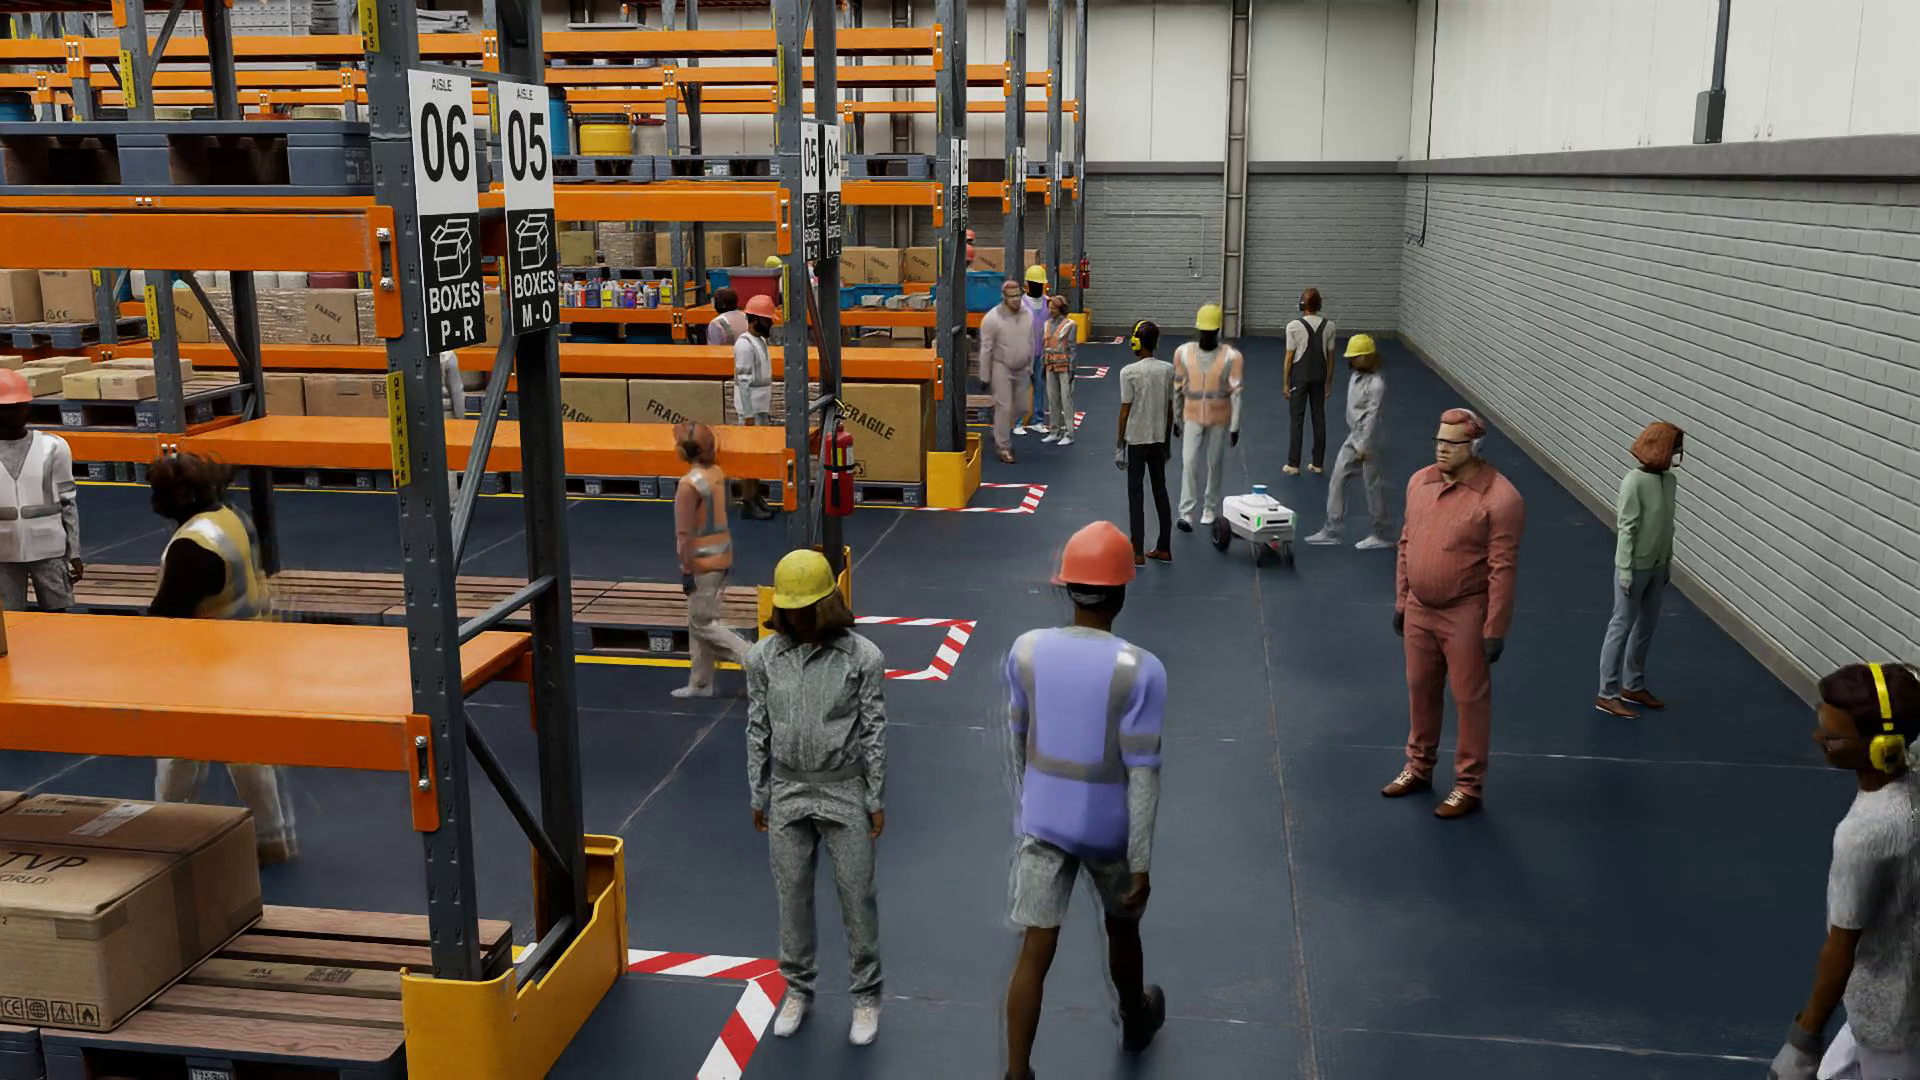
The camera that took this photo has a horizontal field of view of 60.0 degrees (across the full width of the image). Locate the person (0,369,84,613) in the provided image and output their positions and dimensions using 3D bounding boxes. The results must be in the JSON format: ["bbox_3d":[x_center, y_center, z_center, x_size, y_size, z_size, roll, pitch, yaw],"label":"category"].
[{"bbox_3d":[-4.965,0.060,8.827,0.551,1.940,0.349,-6,14,-27],"label":"person"}]

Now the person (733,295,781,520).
[{"bbox_3d":[-1.729,-1.135,14.278,0.390,1.923,0.551,3,13,12],"label":"person"}]

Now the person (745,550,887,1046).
[{"bbox_3d":[-0.493,0.872,5.651,0.491,1.731,0.323,2,13,9],"label":"person"}]

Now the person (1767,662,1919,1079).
[{"bbox_3d":[2.216,1.169,4.081,0.697,1.825,0.551,10,16,39],"label":"person"}]

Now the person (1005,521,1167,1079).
[{"bbox_3d":[0.394,0.878,5.280,0.558,1.886,1.000,6,14,26],"label":"person"}]

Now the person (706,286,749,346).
[{"bbox_3d":[-2.307,-1.595,16.525,0.429,1.846,0.626,7,14,28],"label":"person"}]

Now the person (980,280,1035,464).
[{"bbox_3d":[0.462,-1.732,17.058,0.662,1.883,0.567,-9,15,-35],"label":"person"}]

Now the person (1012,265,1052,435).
[{"bbox_3d":[0.831,-2.146,18.849,0.590,1.918,0.395,-6,14,-27],"label":"person"}]

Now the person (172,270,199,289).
[{"bbox_3d":[-9.312,-2.441,20.122,0.354,1.938,0.636,-4,13,-18],"label":"person"}]

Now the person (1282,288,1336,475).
[{"bbox_3d":[3.418,-1.547,16.330,0.504,1.840,0.347,-2,13,-8],"label":"person"}]

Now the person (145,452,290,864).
[{"bbox_3d":[-3.300,0.535,6.979,0.844,1.805,0.632,-4,13,-19],"label":"person"}]

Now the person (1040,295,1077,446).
[{"bbox_3d":[1.083,-1.856,18.184,0.320,1.630,0.528,-10,16,-39],"label":"person"}]

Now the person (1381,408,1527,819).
[{"bbox_3d":[2.261,0.334,7.698,0.400,1.902,0.649,-8,15,-33],"label":"person"}]

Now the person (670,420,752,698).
[{"bbox_3d":[-1.335,0.141,9.217,0.604,1.622,0.514,2,13,9],"label":"person"}]

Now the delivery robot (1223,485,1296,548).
[{"bbox_3d":[2.309,-0.182,12.860,0.477,0.478,0.707,-3,13,-14],"label":"delivery robot"}]

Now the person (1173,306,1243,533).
[{"bbox_3d":[2.026,-0.991,13.731,0.600,1.863,1.007,4,13,16],"label":"person"}]

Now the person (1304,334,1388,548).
[{"bbox_3d":[3.069,-0.750,12.997,0.777,1.700,0.502,-3,13,-13],"label":"person"}]

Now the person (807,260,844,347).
[{"bbox_3d":[-1.826,-2.811,22.011,0.626,1.847,0.429,-8,15,-31],"label":"person"}]

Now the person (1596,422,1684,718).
[{"bbox_3d":[3.752,0.157,9.120,0.503,1.628,0.278,-9,16,-37],"label":"person"}]

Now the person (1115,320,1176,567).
[{"bbox_3d":[1.401,-0.728,12.583,0.508,1.861,0.326,-7,14,-29],"label":"person"}]

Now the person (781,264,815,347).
[{"bbox_3d":[-2.278,-3.110,22.911,0.688,2.000,0.539,10,16,38],"label":"person"}]
